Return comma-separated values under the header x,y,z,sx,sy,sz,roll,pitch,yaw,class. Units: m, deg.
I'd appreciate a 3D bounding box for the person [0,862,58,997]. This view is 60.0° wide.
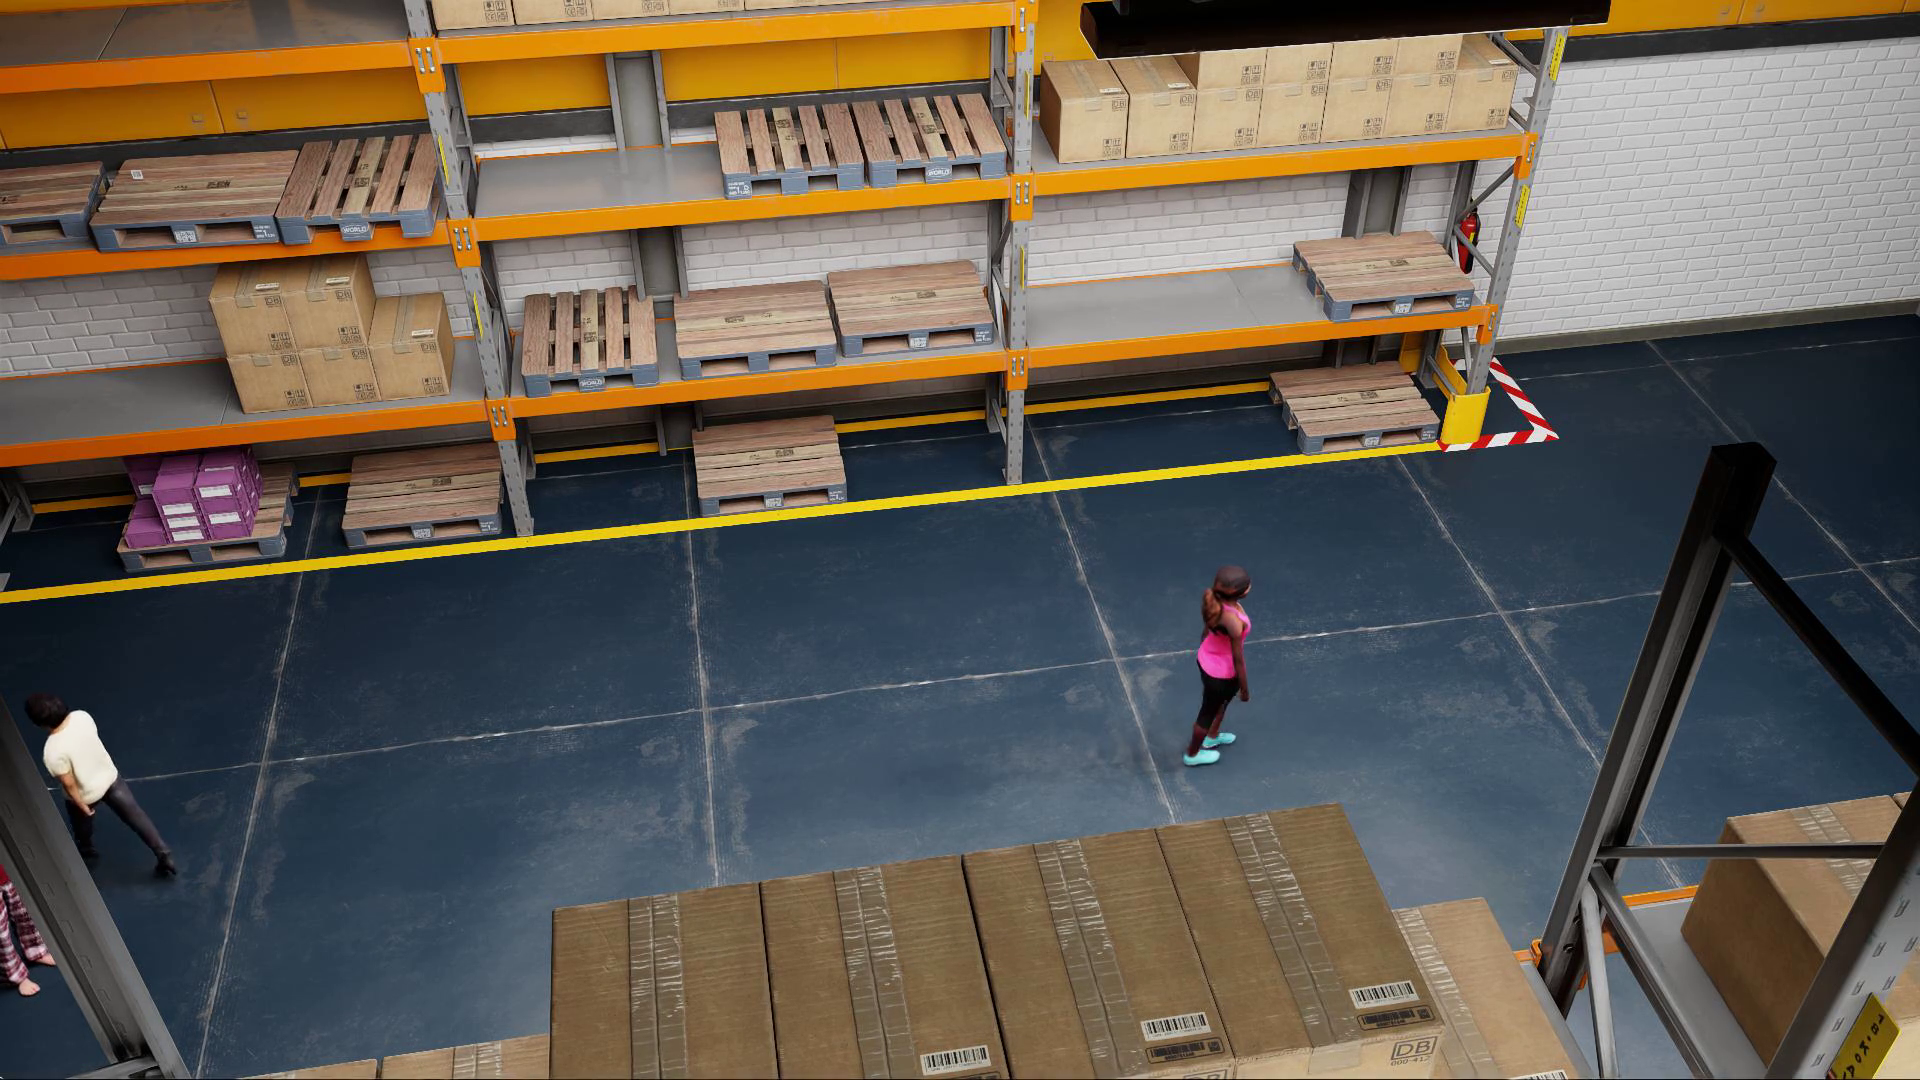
x,y,z,sx,sy,sz,roll,pitch,yaw,class
-5.555,1.934,9.496,0.654,1.703,0.687,10,40,12,person

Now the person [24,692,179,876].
x,y,z,sx,sy,sz,roll,pitch,yaw,class
-5.211,1.524,10.138,1.117,1.541,0.910,12,40,14,person

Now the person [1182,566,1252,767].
x,y,z,sx,sy,sz,roll,pitch,yaw,class
1.593,0.850,10.845,0.641,1.714,0.602,-8,39,-9,person
